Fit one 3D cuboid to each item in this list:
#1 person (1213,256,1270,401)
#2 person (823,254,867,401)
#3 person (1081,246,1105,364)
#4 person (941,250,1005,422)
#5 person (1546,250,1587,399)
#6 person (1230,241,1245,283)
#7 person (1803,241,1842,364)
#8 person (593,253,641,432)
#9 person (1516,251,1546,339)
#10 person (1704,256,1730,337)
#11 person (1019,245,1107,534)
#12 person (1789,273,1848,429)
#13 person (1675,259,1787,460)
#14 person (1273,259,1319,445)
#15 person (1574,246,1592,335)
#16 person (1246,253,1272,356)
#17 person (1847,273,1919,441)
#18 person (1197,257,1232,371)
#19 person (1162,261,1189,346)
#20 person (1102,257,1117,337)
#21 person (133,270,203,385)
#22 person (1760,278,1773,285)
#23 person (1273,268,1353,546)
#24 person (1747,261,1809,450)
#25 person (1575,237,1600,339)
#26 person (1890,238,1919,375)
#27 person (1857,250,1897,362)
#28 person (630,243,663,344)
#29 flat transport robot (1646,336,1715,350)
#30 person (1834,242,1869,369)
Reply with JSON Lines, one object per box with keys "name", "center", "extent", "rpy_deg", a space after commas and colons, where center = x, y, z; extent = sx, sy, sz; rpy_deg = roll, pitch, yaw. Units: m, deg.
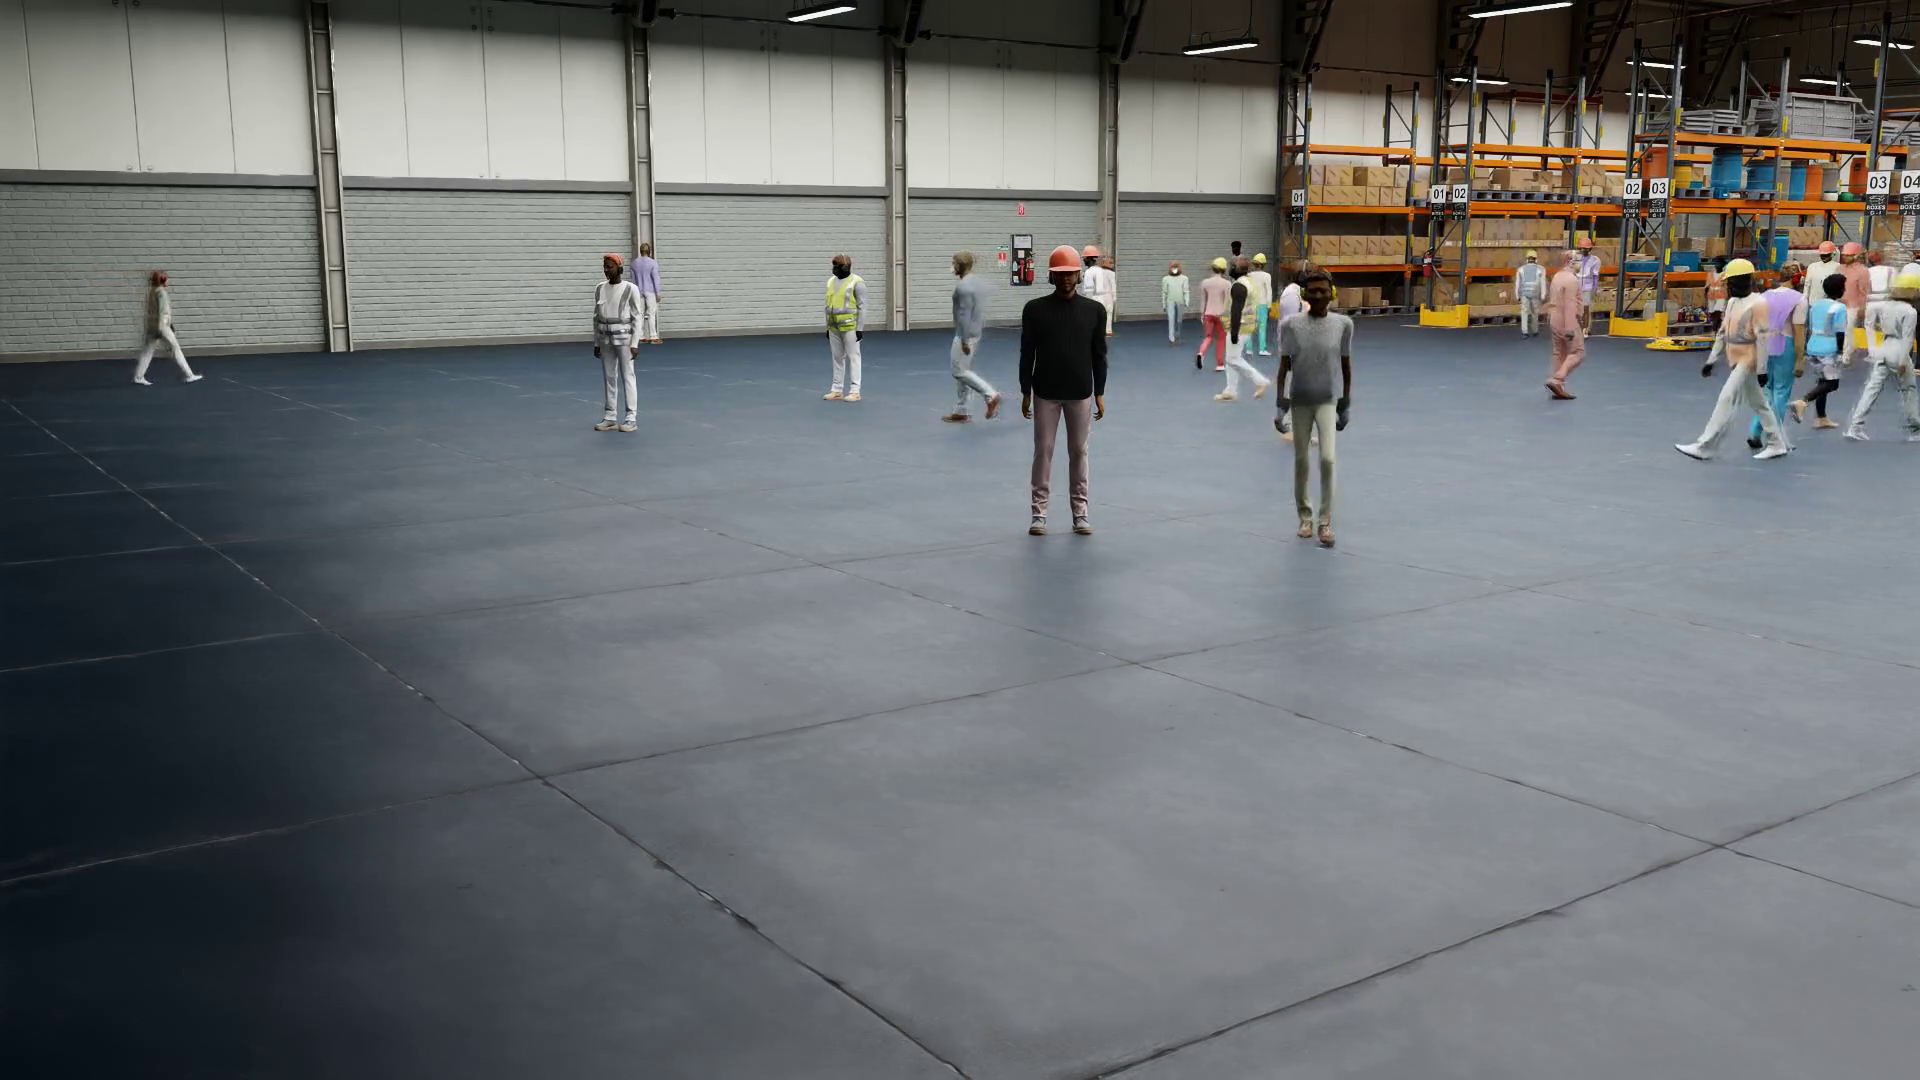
{"name": "person", "center": [3.514, -2.613, 20.683], "extent": [0.636, 1.821, 0.638], "rpy_deg": [3, 11, 18]}
{"name": "person", "center": [-1.457, -2.659, 20.890], "extent": [0.624, 1.841, 0.430], "rpy_deg": [8, 13, 38]}
{"name": "person", "center": [2.033, -3.679, 26.306], "extent": [0.574, 1.934, 0.554], "rpy_deg": [7, 12, 33]}
{"name": "person", "center": [0.131, -2.235, 18.353], "extent": [0.637, 1.918, 0.634], "rpy_deg": [2, 10, 10]}
{"name": "person", "center": [7.675, -2.705, 20.982], "extent": [0.430, 1.891, 0.671], "rpy_deg": [0, 10, 1]}
{"name": "person", "center": [6.745, -6.289, 40.461], "extent": [0.390, 1.957, 0.608], "rpy_deg": [-3, 11, -17]}
{"name": "person", "center": [13.946, -3.829, 26.901], "extent": [0.610, 1.986, 0.392], "rpy_deg": [10, 14, 43]}
{"name": "person", "center": [-3.649, -2.090, 17.649], "extent": [0.574, 1.882, 0.356], "rpy_deg": [5, 11, 24]}
{"name": "person", "center": [11.596, -4.979, 33.801], "extent": [0.599, 1.768, 0.973], "rpy_deg": [5, 11, 25]}
{"name": "person", "center": [15.251, -4.858, 33.412], "extent": [0.756, 1.675, 0.537], "rpy_deg": [-8, 13, -36]}
{"name": "person", "center": [0.714, -1.029, 11.524], "extent": [0.612, 1.995, 0.378], "rpy_deg": [0, 10, -2]}
{"name": "person", "center": [9.173, -2.002, 17.736], "extent": [0.590, 1.678, 0.538], "rpy_deg": [-1, 10, -8]}
{"name": "person", "center": [7.206, -1.650, 15.333], "extent": [1.067, 1.856, 0.587], "rpy_deg": [1, 10, 3]}
{"name": "person", "center": [3.363, -1.842, 16.421], "extent": [0.434, 1.831, 0.659], "rpy_deg": [5, 11, 25]}
{"name": "person", "center": [12.830, -5.166, 34.566], "extent": [0.945, 1.854, 0.676], "rpy_deg": [-7, 12, -32]}
{"name": "person", "center": [5.180, -4.083, 28.895], "extent": [0.523, 1.769, 0.314], "rpy_deg": [8, 13, 36]}
{"name": "person", "center": [9.411, -1.833, 16.746], "extent": [0.890, 1.702, 0.499], "rpy_deg": [-2, 11, -10]}
{"name": "person", "center": [3.889, -3.434, 25.379], "extent": [0.534, 1.745, 0.583], "rpy_deg": [8, 13, 38]}
{"name": "person", "center": [4.074, -4.490, 31.541], "extent": [0.499, 1.609, 0.738], "rpy_deg": [0, 10, -2]}
{"name": "person", "center": [3.053, -5.023, 34.415], "extent": [0.276, 1.631, 0.508], "rpy_deg": [-7, 12, -32]}
{"name": "person", "center": [-11.134, -2.951, 23.177], "extent": [0.511, 1.588, 0.890], "rpy_deg": [9, 14, 42]}
{"name": "person", "center": [25.954, -8.522, 53.589], "extent": [0.505, 1.632, 0.269], "rpy_deg": [0, 10, 3]}
{"name": "person", "center": [2.368, -0.890, 11.182], "extent": [0.504, 1.840, 0.796], "rpy_deg": [2, 11, 12]}
{"name": "person", "center": [7.886, -1.766, 16.020], "extent": [0.450, 1.830, 0.575], "rpy_deg": [-3, 11, -14]}
{"name": "person", "center": [12.558, -5.070, 33.559], "extent": [0.607, 2.039, 0.380], "rpy_deg": [4, 11, 21]}
{"name": "person", "center": [14.159, -3.456, 24.706], "extent": [0.689, 2.000, 0.539], "rpy_deg": [-3, 11, -16]}
{"name": "person", "center": [15.117, -3.839, 27.375], "extent": [0.712, 1.835, 0.405], "rpy_deg": [2, 11, 11]}
{"name": "person", "center": [-6.036, -4.744, 32.047], "extent": [0.632, 1.940, 0.368], "rpy_deg": [4, 11, 23]}
{"name": "flat transport robot", "center": [13.272, -3.605, 30.372], "extent": [1.431, 0.197, 0.652], "rpy_deg": [-7, 12, -32]}
{"name": "person", "center": [13.842, -3.640, 25.880], "extent": [0.552, 1.975, 0.627], "rpy_deg": [-3, 11, -18]}
